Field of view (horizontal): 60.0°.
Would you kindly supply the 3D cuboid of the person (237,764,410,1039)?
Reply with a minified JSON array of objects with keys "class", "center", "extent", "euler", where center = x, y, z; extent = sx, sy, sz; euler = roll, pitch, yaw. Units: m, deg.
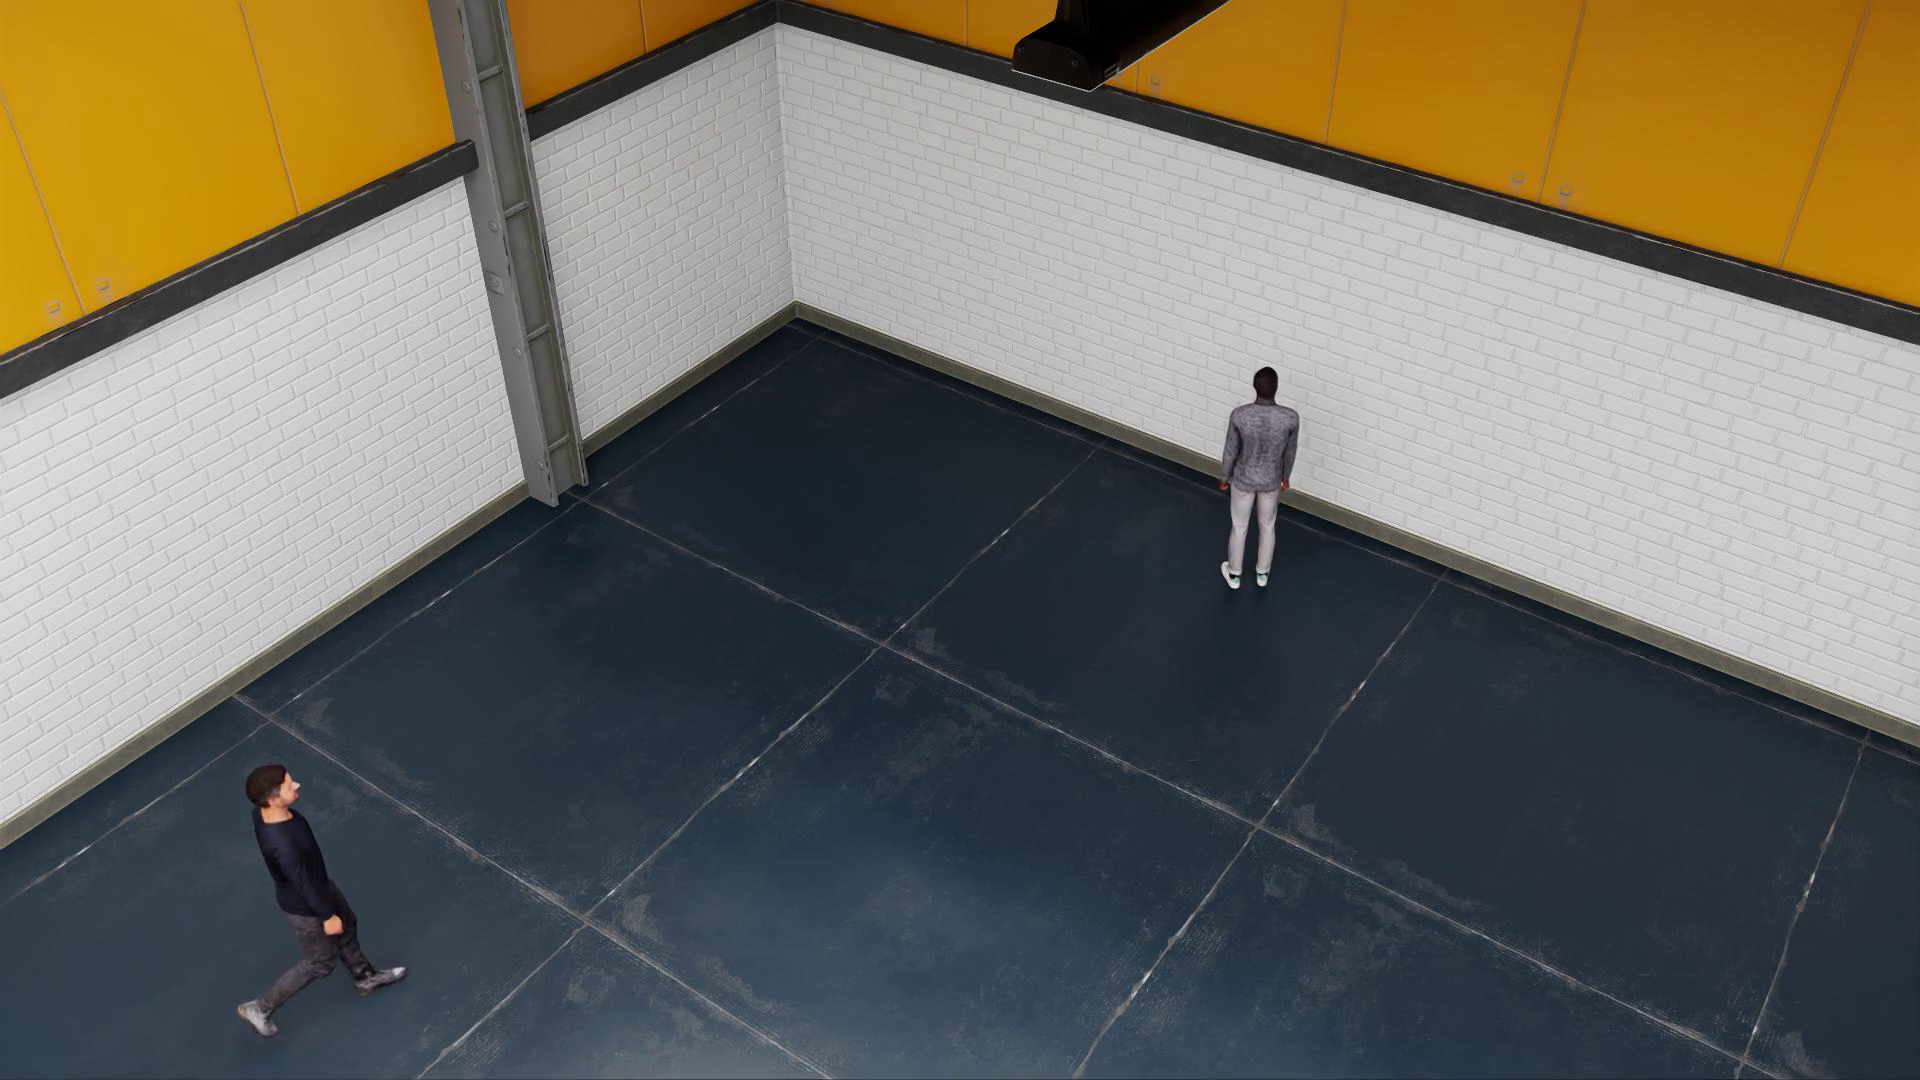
[{"class":"person","center":[-3.597,1.969,8.934],"extent":[1.222,1.846,0.994],"euler":[-18,42,-21]}]

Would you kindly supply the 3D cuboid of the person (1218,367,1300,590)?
[{"class":"person","center":[2.132,-0.431,11.946],"extent":[0.757,1.836,0.761],"euler":[0,39,0]}]
